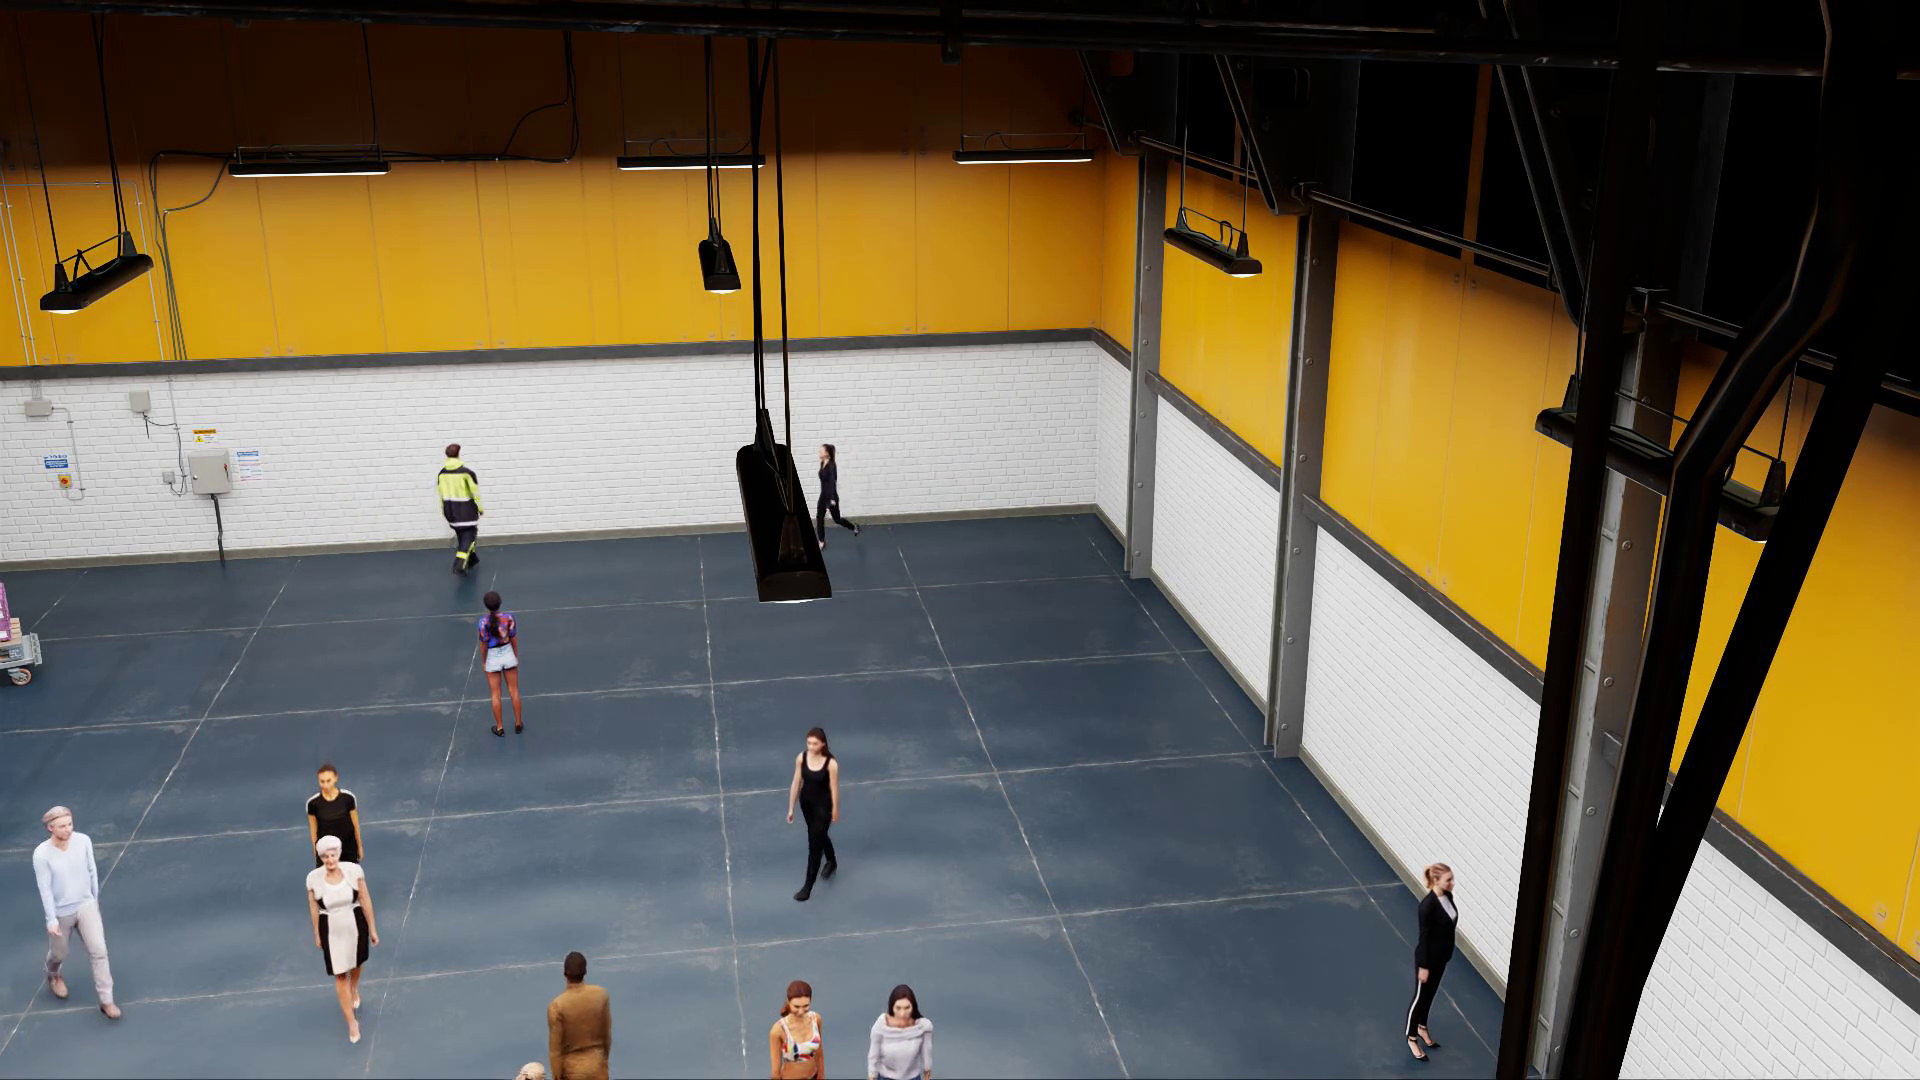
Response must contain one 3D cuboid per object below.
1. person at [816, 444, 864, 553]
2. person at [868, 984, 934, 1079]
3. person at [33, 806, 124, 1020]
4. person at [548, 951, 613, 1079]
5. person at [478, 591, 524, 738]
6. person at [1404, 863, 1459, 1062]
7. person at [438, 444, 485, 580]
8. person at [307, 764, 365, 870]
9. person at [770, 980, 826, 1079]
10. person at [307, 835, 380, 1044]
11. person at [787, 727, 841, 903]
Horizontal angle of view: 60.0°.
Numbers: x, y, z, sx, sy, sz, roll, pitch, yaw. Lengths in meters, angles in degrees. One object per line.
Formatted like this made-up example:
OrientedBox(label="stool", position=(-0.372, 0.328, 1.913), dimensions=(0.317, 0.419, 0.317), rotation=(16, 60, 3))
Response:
OrientedBox(label="person", position=(-1.908, -0.627, 25.140), dimensions=(0.905, 1.685, 1.056), rotation=(-11, 21, -29))
OrientedBox(label="person", position=(-0.455, 3.865, 11.942), dimensions=(0.738, 1.596, 1.070), rotation=(0, 19, -1))
OrientedBox(label="person", position=(-7.462, 3.080, 13.861), dimensions=(1.269, 1.860, 1.127), rotation=(16, 24, 39))
OrientedBox(label="person", position=(-2.643, 3.849, 11.761), dimensions=(0.848, 1.742, 1.300), rotation=(-10, 21, -27))
OrientedBox(label="person", position=(-5.261, 1.398, 19.037), dimensions=(0.650, 1.744, 0.616), rotation=(-9, 21, -26))
OrientedBox(label="person", position=(3.767, 3.346, 13.309), dimensions=(0.739, 1.707, 0.700), rotation=(16, 24, 39))
OrientedBox(label="person", position=(-7.226, -0.398, 24.047), dimensions=(1.115, 1.949, 1.301), rotation=(6, 19, 17))
OrientedBox(label="person", position=(-5.653, 2.761, 15.126), dimensions=(0.623, 1.656, 0.604), rotation=(-6, 20, -18))
OrientedBox(label="person", position=(-1.141, 3.859, 11.658), dimensions=(0.661, 1.789, 0.673), rotation=(-13, 22, -33))
OrientedBox(label="person", position=(-5.078, 3.204, 13.731), dimensions=(0.815, 1.708, 1.144), rotation=(-8, 20, -23))
OrientedBox(label="person", position=(-1.325, 2.537, 15.816), dimensions=(1.019, 1.641, 1.163), rotation=(9, 21, 26))
